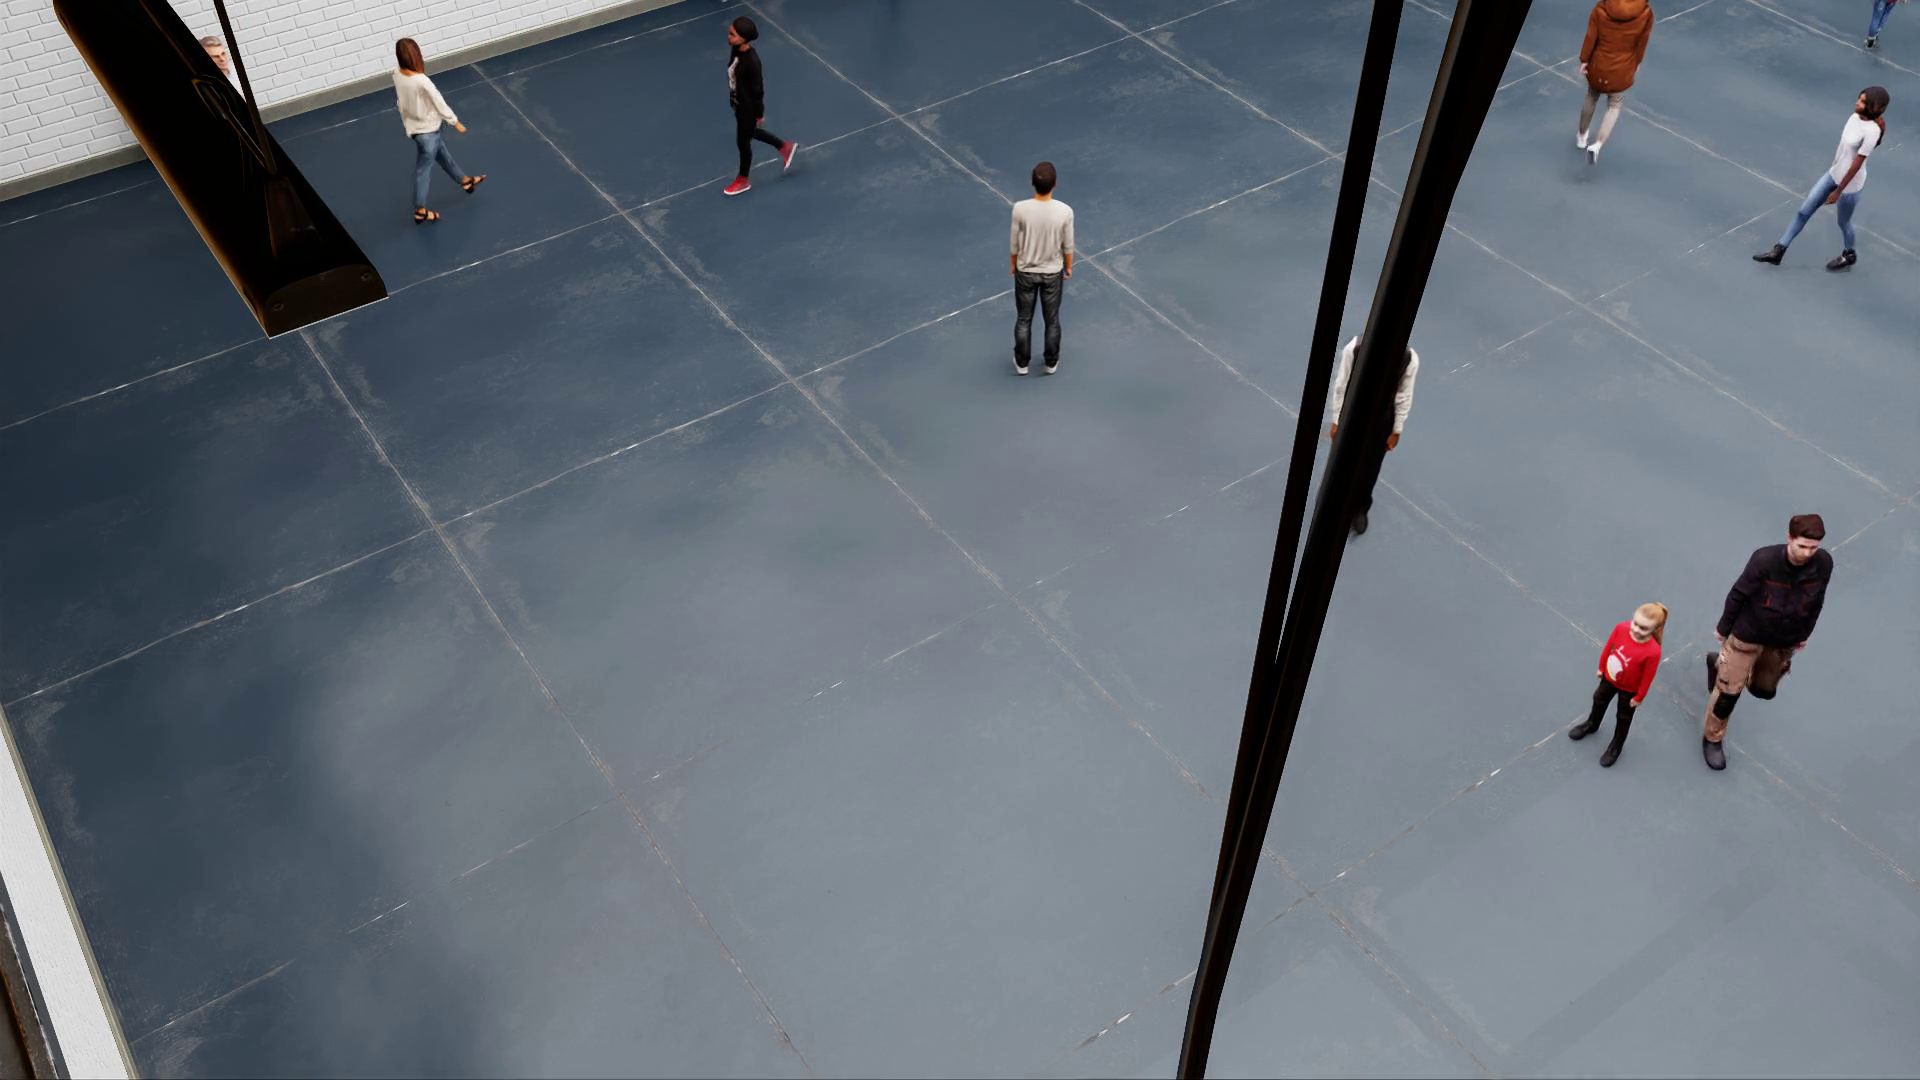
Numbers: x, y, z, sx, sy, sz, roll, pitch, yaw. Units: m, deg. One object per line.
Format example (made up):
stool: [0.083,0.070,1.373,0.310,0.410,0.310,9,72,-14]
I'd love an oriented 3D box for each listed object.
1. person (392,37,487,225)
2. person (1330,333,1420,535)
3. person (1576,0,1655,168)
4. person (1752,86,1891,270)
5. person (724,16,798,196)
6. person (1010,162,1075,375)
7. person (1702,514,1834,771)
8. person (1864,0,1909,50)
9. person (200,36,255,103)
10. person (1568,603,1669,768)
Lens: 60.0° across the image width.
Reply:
person: [-4.736,-3.507,14.460,1.084,1.643,0.765,-35,53,-31]
person: [2.808,-0.847,11.473,0.787,1.910,0.813,14,45,14]
person: [5.930,-4.281,15.146,0.998,1.817,1.160,18,46,18]
person: [7.423,-2.950,13.848,1.199,1.680,0.975,-3,44,-3]
person: [-1.837,-3.914,14.880,1.025,1.653,0.661,-22,48,-22]
person: [0.616,-2.075,12.839,0.695,1.806,0.784,1,44,2]
person: [4.827,0.514,10.044,1.063,1.911,1.078,1,44,1]
person: [9.495,-5.589,16.960,0.731,1.209,0.803,11,45,12]
person: [-6.201,-3.502,14.328,0.790,1.818,0.638,23,48,22]
person: [4.056,0.846,10.155,0.475,1.278,0.494,-25,49,-24]
